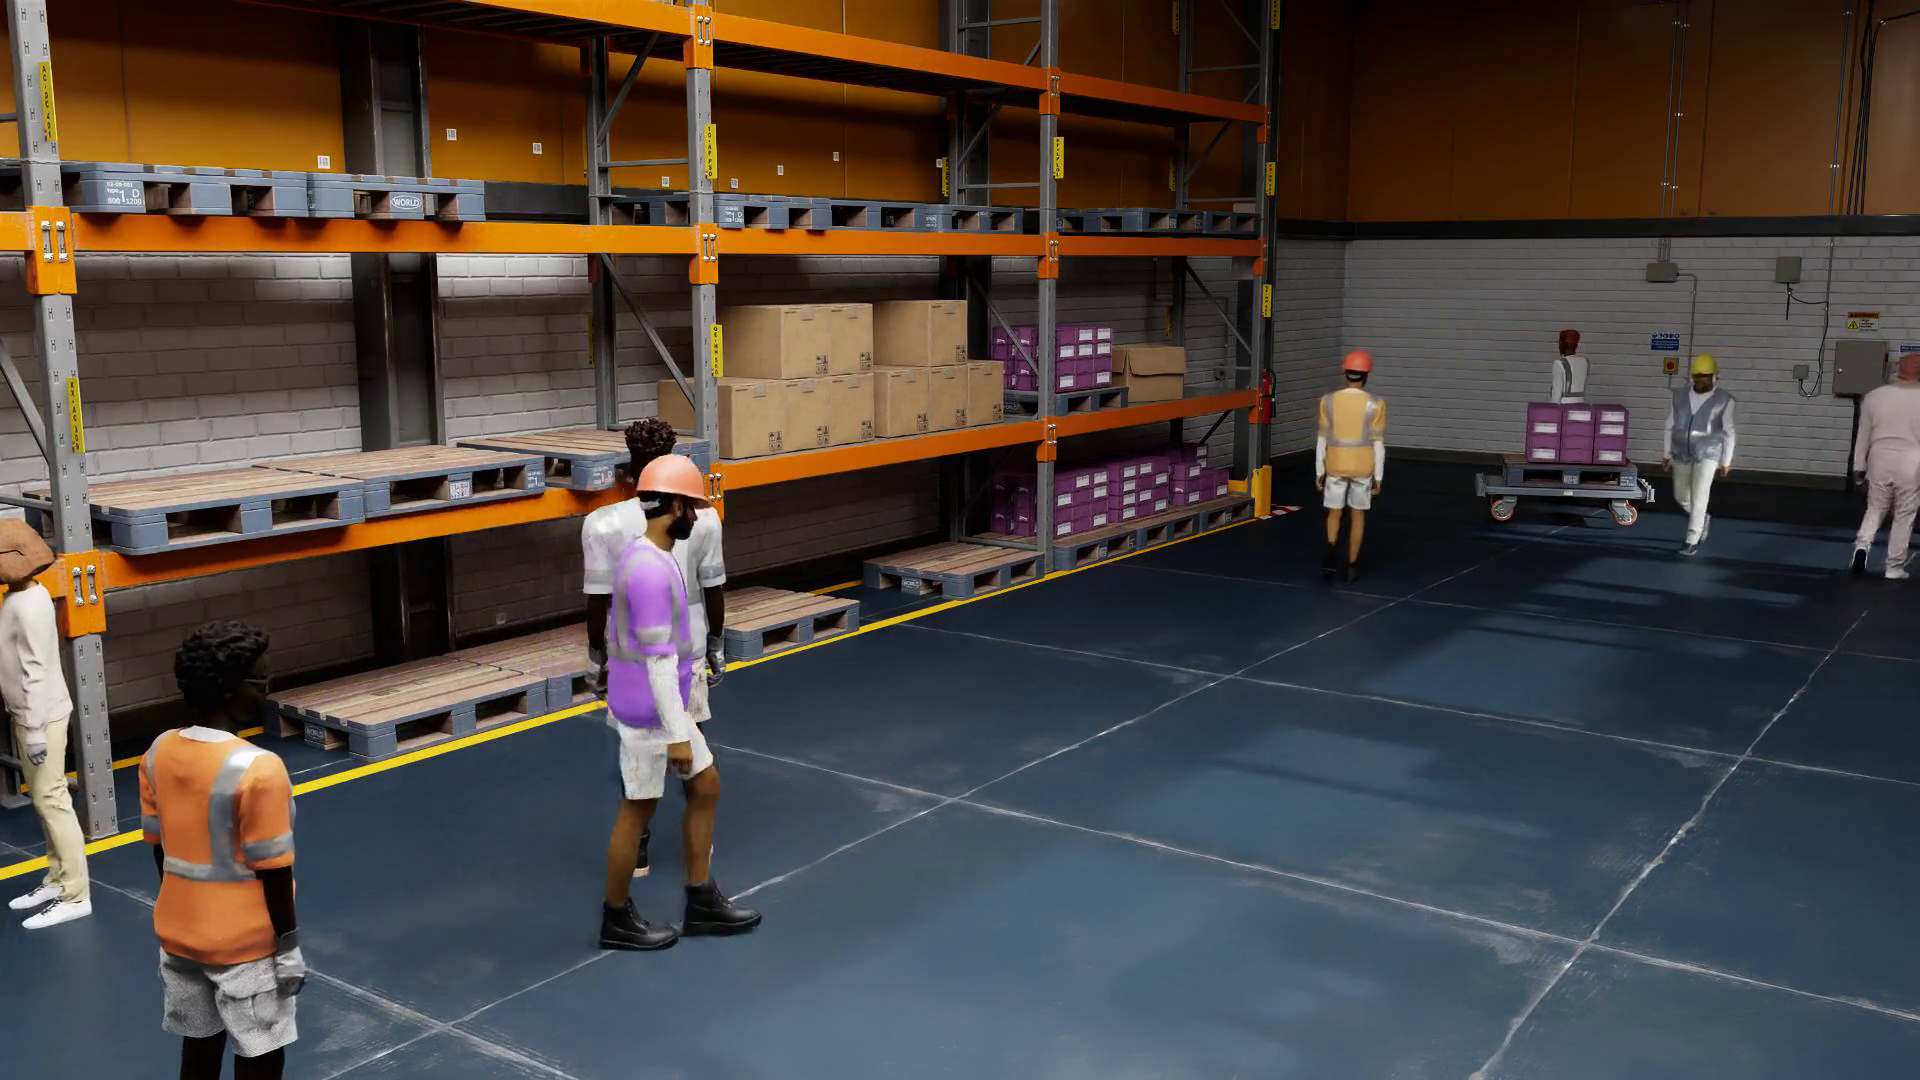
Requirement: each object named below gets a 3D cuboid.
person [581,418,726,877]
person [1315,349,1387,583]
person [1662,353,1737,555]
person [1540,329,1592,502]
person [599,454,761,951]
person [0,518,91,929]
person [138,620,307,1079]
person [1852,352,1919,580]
[{"bbox_3d":[-1.303,0.459,7.128,0.613,1.963,0.361,-4,10,-21],"label":"person"},{"bbox_3d":[3.151,-0.579,13.452,0.558,1.918,0.553,4,10,23],"label":"person"},{"bbox_3d":[6.687,-0.790,15.035,0.731,1.810,0.593,-9,13,-44],"label":"person"},{"bbox_3d":[6.620,-1.354,18.167,0.585,1.883,0.343,-6,11,-32],"label":"person"},{"bbox_3d":[-1.049,0.631,6.297,0.773,1.892,0.612,-1,10,-6],"label":"person"},{"bbox_3d":[-3.680,0.719,6.602,0.282,1.625,0.492,-6,11,-33],"label":"person"},{"bbox_3d":[-1.931,1.050,4.409,0.536,1.694,0.322,6,11,31],"label":"person"},{"bbox_3d":[7.649,-0.584,13.577,0.546,1.891,0.664,-8,12,-39],"label":"person"}]
